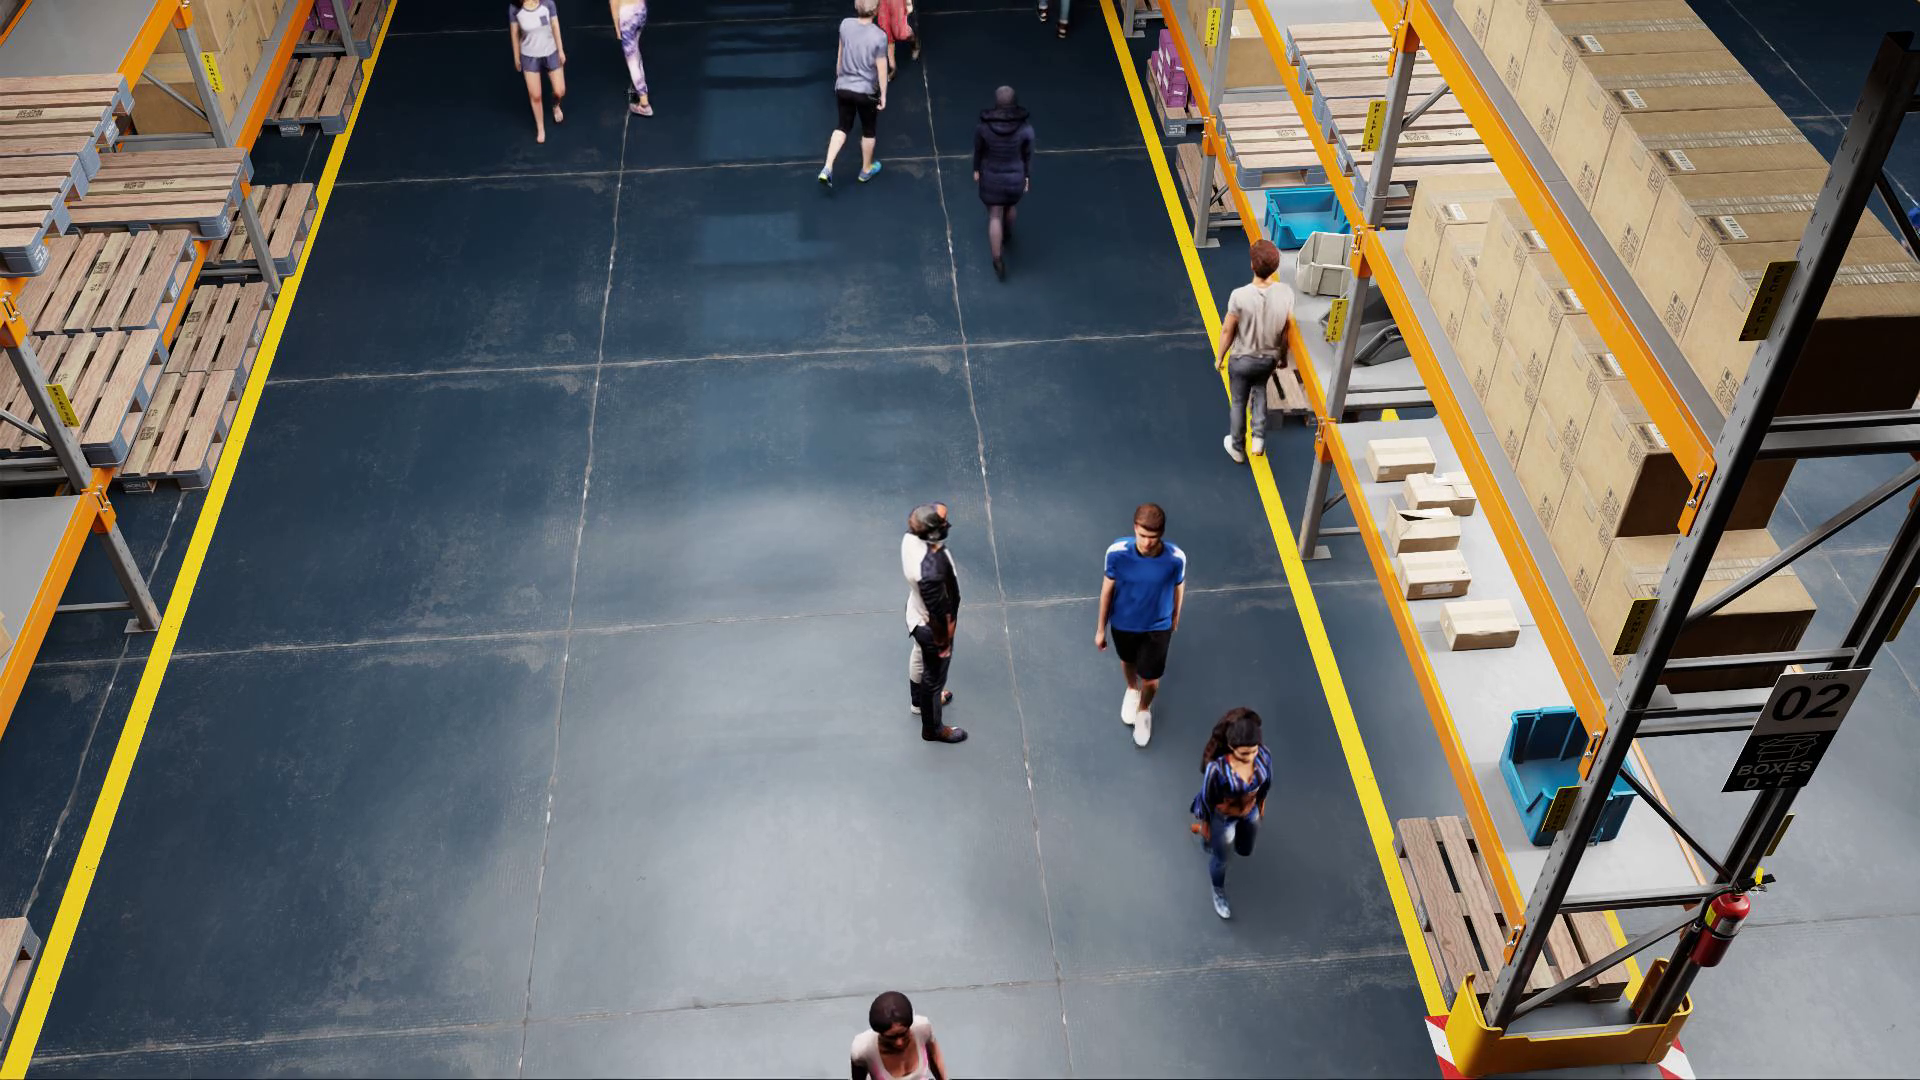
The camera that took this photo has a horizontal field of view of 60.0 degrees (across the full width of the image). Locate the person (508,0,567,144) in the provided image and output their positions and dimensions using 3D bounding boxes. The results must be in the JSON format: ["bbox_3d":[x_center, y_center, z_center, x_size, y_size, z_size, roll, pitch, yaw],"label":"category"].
[{"bbox_3d":[-3.960,-4.625,15.721,0.695,1.694,0.723,-9,44,-9],"label":"person"}]

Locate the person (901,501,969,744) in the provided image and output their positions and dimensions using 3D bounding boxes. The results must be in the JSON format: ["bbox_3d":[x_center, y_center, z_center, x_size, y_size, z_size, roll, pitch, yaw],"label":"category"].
[{"bbox_3d":[-0.180,0.487,10.211,0.771,1.893,0.578,-10,45,-10],"label":"person"}]

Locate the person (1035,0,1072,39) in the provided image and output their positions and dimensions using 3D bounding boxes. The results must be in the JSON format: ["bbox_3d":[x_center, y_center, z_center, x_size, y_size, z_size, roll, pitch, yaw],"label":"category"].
[{"bbox_3d":[1.026,-6.085,17.184,0.786,1.790,0.912,-6,44,-6],"label":"person"}]

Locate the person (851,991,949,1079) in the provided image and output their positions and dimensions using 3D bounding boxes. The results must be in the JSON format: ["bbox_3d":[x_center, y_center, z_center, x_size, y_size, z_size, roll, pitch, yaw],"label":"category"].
[{"bbox_3d":[-0.337,2.627,8.088,0.767,1.723,0.901,-20,47,-20],"label":"person"}]

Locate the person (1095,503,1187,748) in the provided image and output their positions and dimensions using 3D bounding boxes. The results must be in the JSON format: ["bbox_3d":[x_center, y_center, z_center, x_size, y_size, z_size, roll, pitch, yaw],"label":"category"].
[{"bbox_3d":[1.129,0.422,10.310,0.754,1.849,0.829,7,44,7],"label":"person"}]

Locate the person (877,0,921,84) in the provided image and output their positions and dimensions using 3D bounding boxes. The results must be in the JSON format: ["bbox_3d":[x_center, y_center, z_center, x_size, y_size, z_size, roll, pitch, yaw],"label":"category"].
[{"bbox_3d":[-0.654,-5.423,16.606,0.862,1.628,1.003,12,45,13],"label":"person"}]

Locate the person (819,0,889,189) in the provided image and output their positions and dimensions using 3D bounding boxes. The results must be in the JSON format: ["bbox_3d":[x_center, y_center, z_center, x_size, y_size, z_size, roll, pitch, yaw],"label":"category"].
[{"bbox_3d":[-0.957,-3.967,14.916,1.008,1.853,1.159,14,45,14],"label":"person"}]

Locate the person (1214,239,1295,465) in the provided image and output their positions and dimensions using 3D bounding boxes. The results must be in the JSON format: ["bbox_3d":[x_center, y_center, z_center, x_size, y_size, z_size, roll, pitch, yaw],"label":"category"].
[{"bbox_3d":[2.164,-1.283,12.077,0.700,1.882,0.714,-6,44,-6],"label":"person"}]

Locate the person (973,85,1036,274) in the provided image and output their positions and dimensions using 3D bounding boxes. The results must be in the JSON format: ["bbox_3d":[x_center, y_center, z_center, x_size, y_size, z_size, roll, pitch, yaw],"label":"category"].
[{"bbox_3d":[0.353,-3.027,14.079,0.751,1.644,1.086,1,44,1],"label":"person"}]

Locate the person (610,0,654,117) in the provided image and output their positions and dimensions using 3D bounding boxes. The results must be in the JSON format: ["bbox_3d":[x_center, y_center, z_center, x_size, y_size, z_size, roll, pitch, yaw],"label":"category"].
[{"bbox_3d":[-3.114,-4.994,16.081,0.888,1.732,0.827,24,49,23],"label":"person"}]

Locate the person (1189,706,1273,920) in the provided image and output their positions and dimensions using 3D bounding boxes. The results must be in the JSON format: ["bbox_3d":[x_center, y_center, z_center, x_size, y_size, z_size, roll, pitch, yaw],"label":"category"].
[{"bbox_3d":[1.501,1.484,9.370,0.752,1.609,0.863,-16,46,-17],"label":"person"}]
